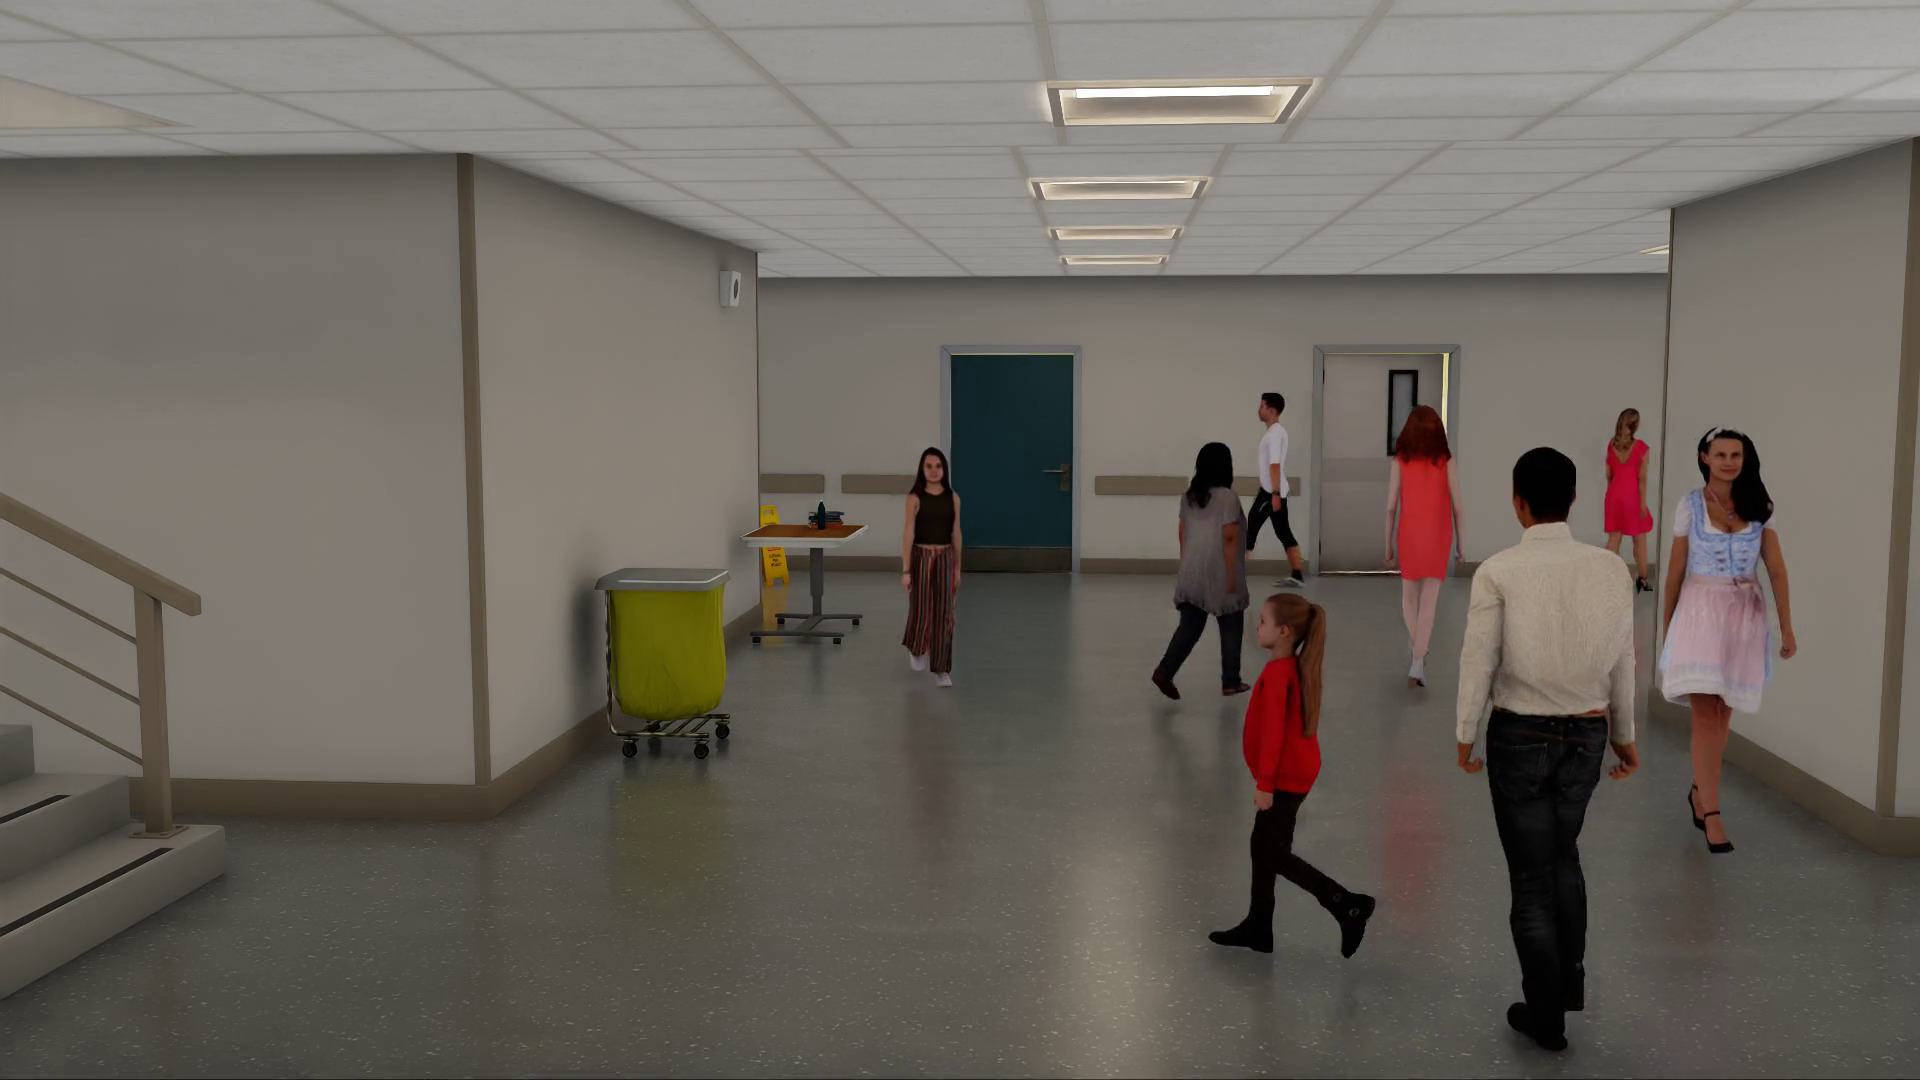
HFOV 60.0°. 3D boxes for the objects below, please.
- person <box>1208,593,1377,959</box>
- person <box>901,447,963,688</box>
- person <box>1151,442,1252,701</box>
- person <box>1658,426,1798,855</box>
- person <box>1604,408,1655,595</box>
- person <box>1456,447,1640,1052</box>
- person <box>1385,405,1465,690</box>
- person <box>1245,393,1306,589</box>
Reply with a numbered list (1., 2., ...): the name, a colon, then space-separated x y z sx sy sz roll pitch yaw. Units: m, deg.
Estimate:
1. person: 1.152 0.825 5.703 0.837 1.272 0.603 2 6 19
2. person: -0.199 0.174 10.860 1.067 1.535 0.829 -1 6 -11
3. person: 1.492 0.212 10.237 1.059 1.585 1.020 -5 8 -43
4. person: 3.246 0.425 7.169 1.014 1.775 0.739 1 6 6
5. person: 5.899 -0.315 14.860 0.945 1.707 0.890 -5 8 -41
6. person: 1.780 0.637 4.938 0.616 1.800 0.798 0 6 -4
7. person: 2.940 0.079 10.587 1.152 1.778 0.960 3 6 27
8. person: 2.996 -0.425 15.419 1.210 1.815 0.872 2 6 17
